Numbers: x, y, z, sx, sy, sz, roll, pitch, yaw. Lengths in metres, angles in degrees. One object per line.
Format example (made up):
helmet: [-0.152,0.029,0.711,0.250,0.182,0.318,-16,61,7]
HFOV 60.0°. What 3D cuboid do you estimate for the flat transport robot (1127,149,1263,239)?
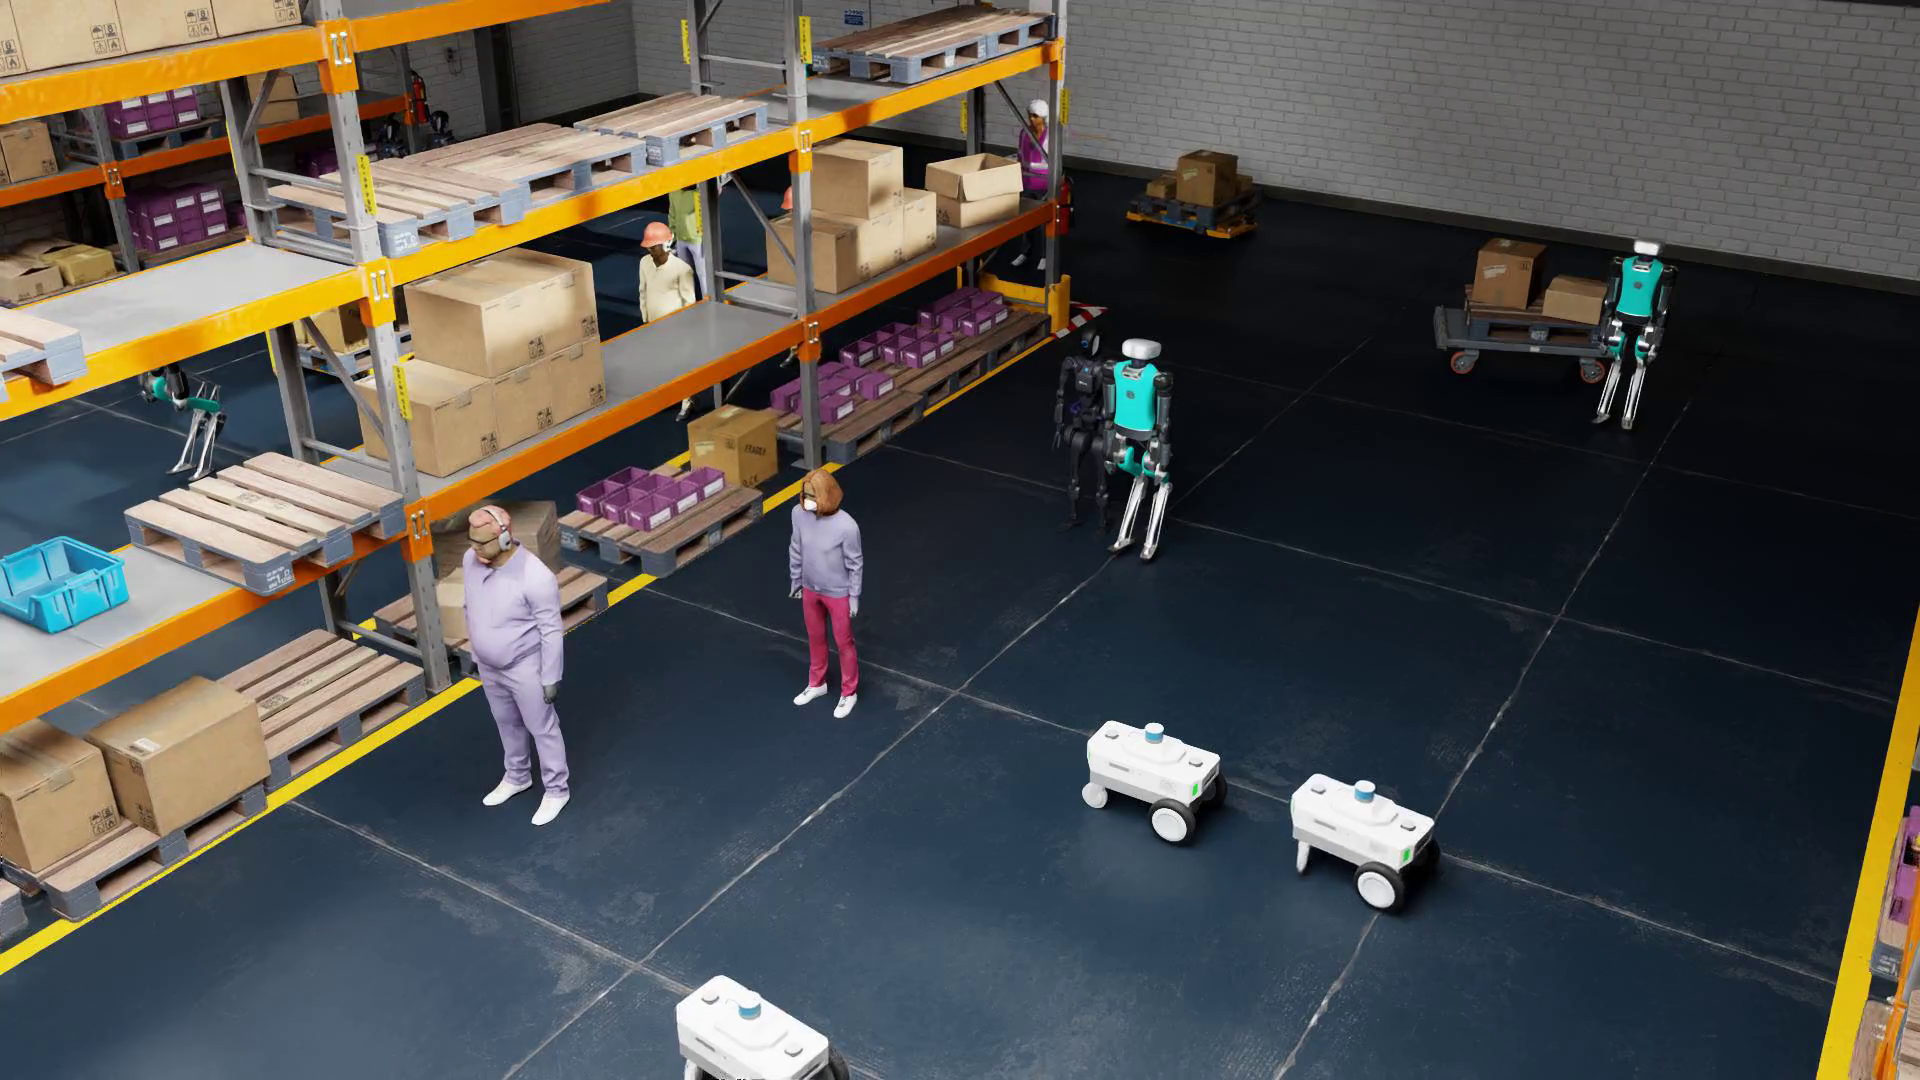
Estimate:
flat transport robot: [2.762,-3.856,19.797,1.431,0.231,0.659,20,33,34]

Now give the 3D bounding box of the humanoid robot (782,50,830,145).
humanoid robot: [-1.877,-5.471,21.209,0.533,1.677,0.735,16,31,28]

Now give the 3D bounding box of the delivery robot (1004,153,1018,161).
delivery robot: [0.908,-4.667,21.068,0.748,0.586,0.524,20,33,34]

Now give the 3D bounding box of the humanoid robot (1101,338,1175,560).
humanoid robot: [1.334,-0.695,11.797,0.533,1.677,0.735,16,31,28]

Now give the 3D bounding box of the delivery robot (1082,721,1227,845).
delivery robot: [1.076,1.290,9.309,0.739,0.566,0.499,16,31,28]

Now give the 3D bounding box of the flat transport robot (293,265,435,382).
flat transport robot: [-5.636,-1.701,15.551,1.431,0.231,0.659,16,31,28]

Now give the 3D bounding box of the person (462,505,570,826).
person: [-2.445,0.679,9.055,0.651,1.904,0.406,16,31,28]

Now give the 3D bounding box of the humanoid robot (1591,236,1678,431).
humanoid robot: [5.653,-1.763,13.907,0.533,1.673,0.735,16,31,28]

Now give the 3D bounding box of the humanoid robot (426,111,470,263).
humanoid robot: [-5.603,-3.887,18.286,0.599,1.657,0.315,16,31,28]

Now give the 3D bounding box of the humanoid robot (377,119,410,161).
humanoid robot: [-6.011,-3.707,17.930,0.599,1.657,0.315,16,31,28]

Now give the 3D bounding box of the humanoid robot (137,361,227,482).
humanoid robot: [-6.080,-1.297,12.984,0.533,1.677,0.735,16,31,28]

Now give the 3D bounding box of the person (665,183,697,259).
person: [-3.095,-3.996,18.424,0.772,1.756,0.445,16,31,28]

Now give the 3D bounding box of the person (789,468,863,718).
person: [-0.813,0.314,10.069,0.506,1.631,0.265,16,31,28]

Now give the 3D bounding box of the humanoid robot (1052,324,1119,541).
humanoid robot: [0.963,-0.789,12.181,0.599,1.657,0.315,16,31,28]

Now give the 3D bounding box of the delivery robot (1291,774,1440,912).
delivery robot: [2.127,1.556,8.806,0.748,0.586,0.524,20,33,34]

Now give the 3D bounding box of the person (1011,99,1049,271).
person: [0.830,-3.857,18.055,0.525,1.845,0.317,16,31,28]

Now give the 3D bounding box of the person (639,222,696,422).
person: [-2.518,-1.868,14.236,0.572,1.748,0.341,16,31,28]

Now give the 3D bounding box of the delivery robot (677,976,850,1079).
delivery robot: [-0.914,2.279,7.382,0.748,0.586,0.524,20,33,34]

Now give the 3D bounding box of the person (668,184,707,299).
person: [-2.675,-2.951,16.502,0.506,1.630,0.266,16,31,28]

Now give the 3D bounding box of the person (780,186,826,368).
person: [-1.460,-2.389,15.264,0.572,1.748,0.341,16,31,28]
